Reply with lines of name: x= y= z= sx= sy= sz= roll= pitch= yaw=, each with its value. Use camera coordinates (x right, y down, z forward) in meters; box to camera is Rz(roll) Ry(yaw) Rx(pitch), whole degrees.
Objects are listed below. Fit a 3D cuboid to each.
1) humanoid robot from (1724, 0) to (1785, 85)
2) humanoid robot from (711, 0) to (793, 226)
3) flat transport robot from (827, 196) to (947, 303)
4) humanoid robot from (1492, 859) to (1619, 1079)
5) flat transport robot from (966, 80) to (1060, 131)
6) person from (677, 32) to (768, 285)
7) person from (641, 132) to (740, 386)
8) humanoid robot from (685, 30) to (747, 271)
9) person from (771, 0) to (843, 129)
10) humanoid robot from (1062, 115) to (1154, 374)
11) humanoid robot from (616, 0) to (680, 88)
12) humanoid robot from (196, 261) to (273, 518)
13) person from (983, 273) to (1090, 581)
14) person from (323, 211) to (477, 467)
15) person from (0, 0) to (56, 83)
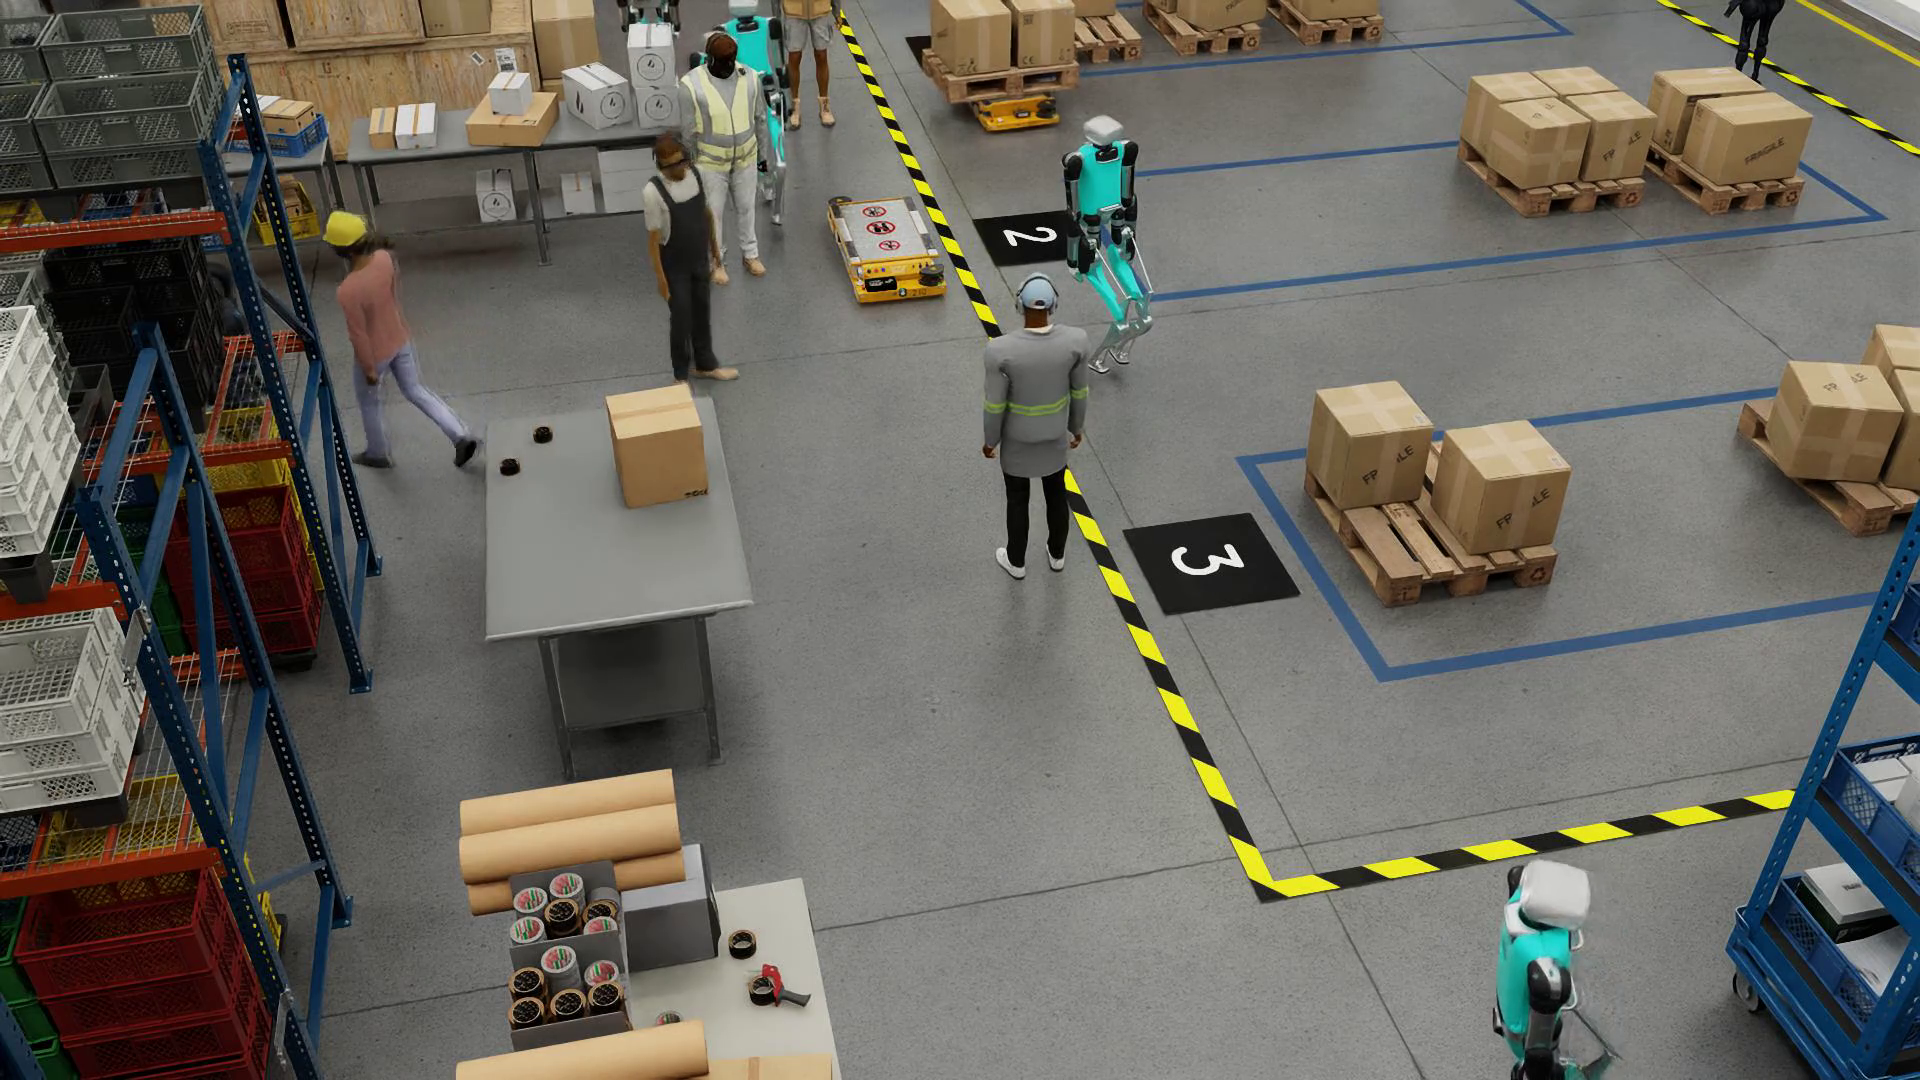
humanoid robot: x=7.197 y=-4.892 z=14.939 sx=0.599 sy=1.653 sz=0.315 roll=-15 pitch=39 yaw=-19
humanoid robot: x=-1.521 y=-3.178 z=12.629 sx=0.579 sy=1.743 sz=1.055 roll=-7 pitch=37 yaw=-9
flat transport robot: x=-0.570 y=-2.220 z=12.538 sx=0.659 sy=0.231 sz=1.431 roll=-8 pitch=37 yaw=-10
humanoid robot: x=2.207 y=1.859 z=5.899 sx=0.827 sy=1.871 sz=0.543 roll=3 pitch=37 yaw=5
flat transport robot: x=0.339 y=-4.075 z=15.007 sx=0.652 sy=0.197 sz=1.431 roll=-11 pitch=38 yaw=-15
person: x=-1.663 y=-2.735 z=11.923 sx=0.629 sy=1.835 sz=0.429 roll=-16 pitch=40 yaw=-21
person: x=-1.752 y=-1.762 z=10.627 sx=0.328 sy=1.824 sz=0.597 roll=24 pitch=43 yaw=28
humanoid robot: x=-1.881 y=-2.683 z=11.946 sx=0.555 sy=1.757 sz=0.868 roll=23 pitch=42 yaw=28
person: x=-1.296 y=-4.487 z=14.106 sx=0.612 sy=2.033 sz=0.394 roll=-6 pitch=37 yaw=-8
humanoid robot: x=1.009 y=-1.816 z=10.654 sx=0.533 sy=1.674 sz=0.735 roll=-19 pitch=41 yaw=-23
humanoid robot: x=-2.668 y=-4.588 z=14.532 sx=0.532 sy=1.788 sz=1.014 roll=0 pitch=37 yaw=0
humanoid robot: x=-4.110 y=-0.822 z=9.476 sx=0.360 sy=1.650 sz=0.603 roll=-5 pitch=37 yaw=-6
person: x=0.395 y=-0.615 z=9.054 sx=0.592 sy=1.851 sz=0.399 roll=-9 pitch=38 yaw=-12
person: x=-3.396 y=-1.147 z=9.861 sx=0.784 sy=1.740 sz=0.524 roll=13 pitch=39 yaw=17
person: x=-7.843 y=-4.268 z=13.999 sx=0.517 sy=1.813 sz=0.961 roll=-22 pitch=42 yaw=-27
